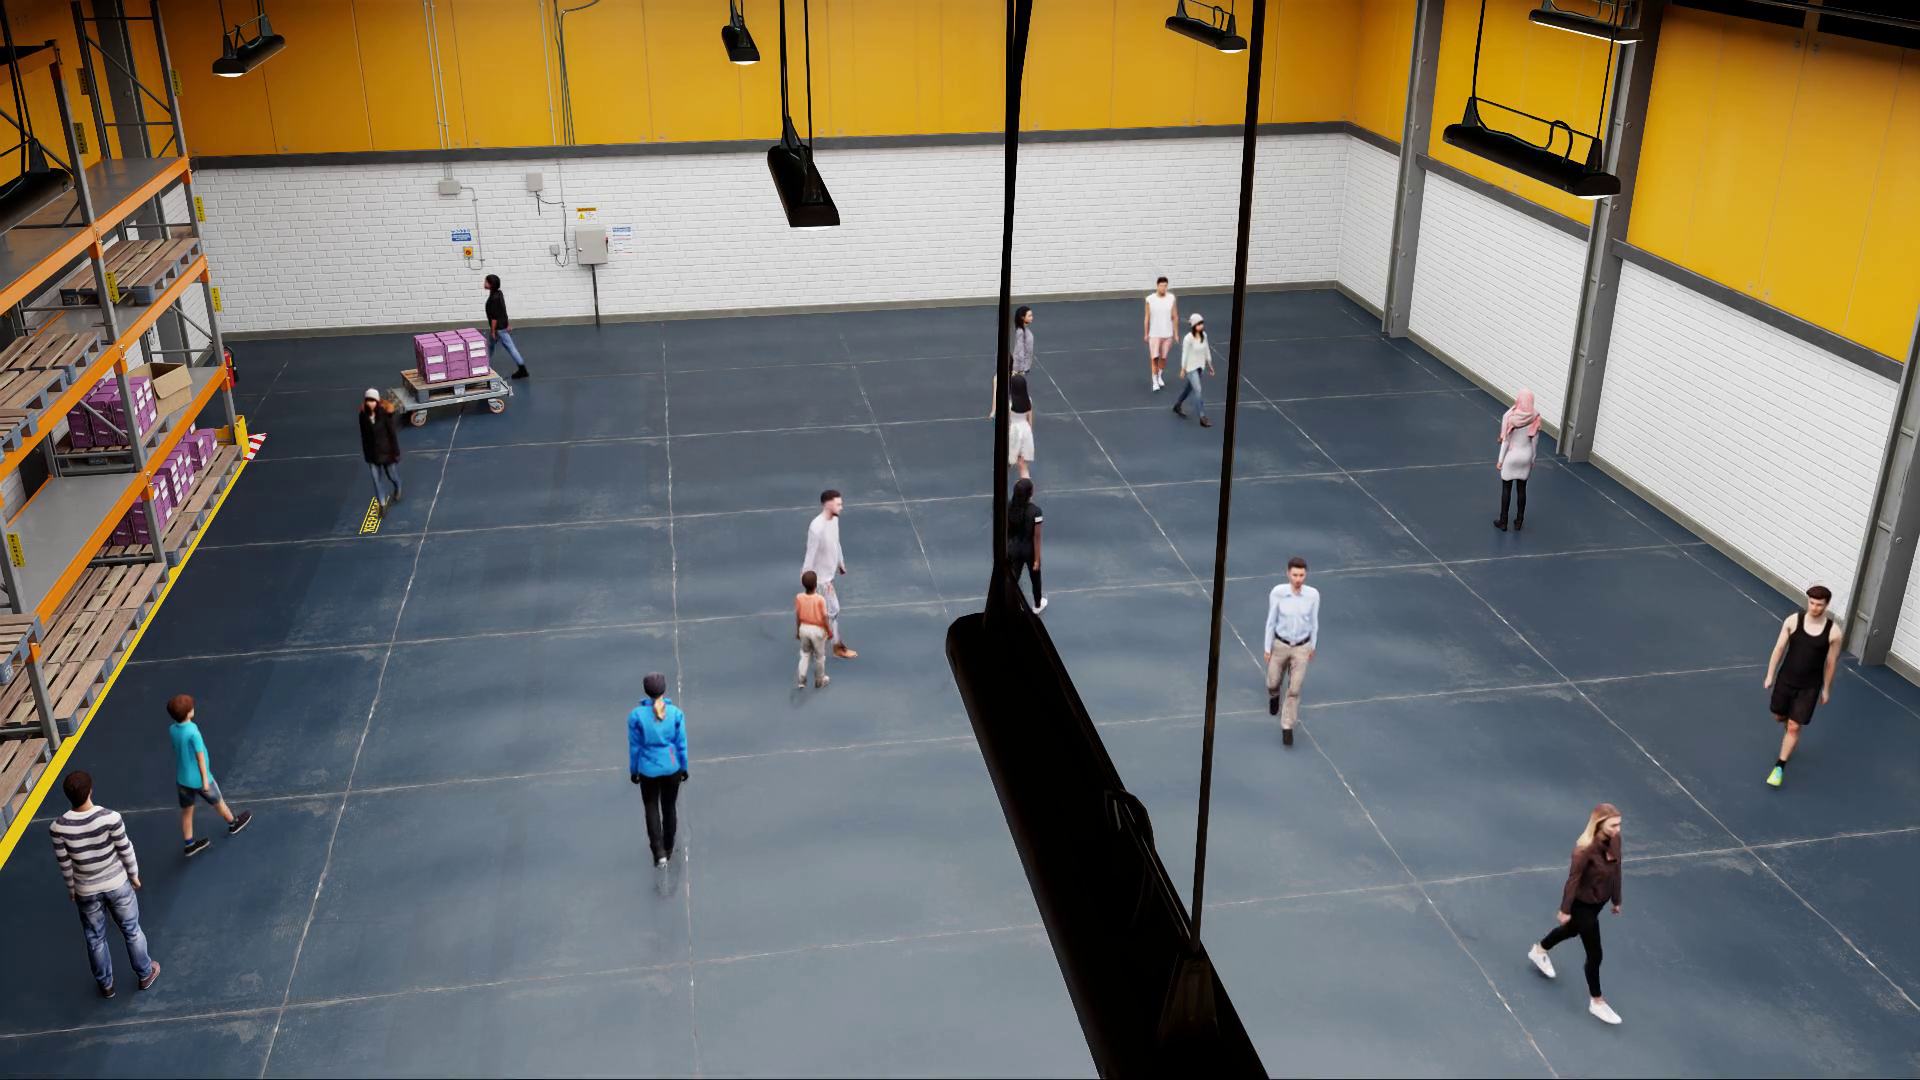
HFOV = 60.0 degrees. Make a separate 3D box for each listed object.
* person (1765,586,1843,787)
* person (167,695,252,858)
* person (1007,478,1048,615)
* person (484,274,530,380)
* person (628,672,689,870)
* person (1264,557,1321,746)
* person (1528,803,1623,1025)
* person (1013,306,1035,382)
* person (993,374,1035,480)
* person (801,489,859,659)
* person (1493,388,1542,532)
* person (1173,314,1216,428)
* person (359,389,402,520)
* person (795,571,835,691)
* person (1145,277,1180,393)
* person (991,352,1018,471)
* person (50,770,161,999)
[{"bbox_3d":[7.626,1.259,15.063,1.175,1.864,1.196,18,29,35],"label":"person"},{"bbox_3d":[-6.472,1.999,13.923,0.825,1.423,0.952,10,26,22],"label":"person"},{"bbox_3d":[0.627,0.192,17.731,1.090,1.683,1.226,13,27,27],"label":"person"},{"bbox_3d":[-6.993,-3.246,25.640,0.692,1.648,1.091,-2,24,-4],"label":"person"},{"bbox_3d":[-2.464,1.936,13.607,0.646,1.790,0.838,-3,24,-7],"label":"person"},{"bbox_3d":[3.130,0.991,15.730,0.818,1.823,1.072,2,24,5],"label":"person"},{"bbox_3d":[4.535,2.626,12.187,0.910,1.664,1.182,-14,27,-29],"label":"person"},{"bbox_3d":[0.886,-2.511,23.855,0.739,1.731,0.570,3,24,7],"label":"person"},{"bbox_3d":[0.760,-1.175,20.773,0.772,1.753,0.978,-11,26,-23],"label":"person"},{"bbox_3d":[-1.507,0.334,17.259,1.041,1.801,1.008,9,25,20],"label":"person"},{"bbox_3d":[6.790,-0.987,20.278,0.659,1.803,0.616,-1,24,-3],"label":"person"},{"bbox_3d":[3.325,-2.466,23.916,0.949,1.600,1.195,-18,29,-35],"label":"person"},{"bbox_3d":[-7.234,-1.120,20.823,0.685,1.612,1.023,-1,24,-3],"label":"person"},{"bbox_3d":[-1.482,0.921,16.535,0.649,1.305,0.722,9,25,20],"label":"person"},{"bbox_3d":[3.054,-3.162,25.319,0.726,1.751,1.044,-2,24,-4],"label":"person"},{"bbox_3d":[0.594,-1.711,22.081,0.615,1.687,0.620,-17,29,-33],"label":"person"},{"bbox_3d":[-6.298,2.517,12.199,0.683,1.855,0.588,-8,25,-18],"label":"person"}]
